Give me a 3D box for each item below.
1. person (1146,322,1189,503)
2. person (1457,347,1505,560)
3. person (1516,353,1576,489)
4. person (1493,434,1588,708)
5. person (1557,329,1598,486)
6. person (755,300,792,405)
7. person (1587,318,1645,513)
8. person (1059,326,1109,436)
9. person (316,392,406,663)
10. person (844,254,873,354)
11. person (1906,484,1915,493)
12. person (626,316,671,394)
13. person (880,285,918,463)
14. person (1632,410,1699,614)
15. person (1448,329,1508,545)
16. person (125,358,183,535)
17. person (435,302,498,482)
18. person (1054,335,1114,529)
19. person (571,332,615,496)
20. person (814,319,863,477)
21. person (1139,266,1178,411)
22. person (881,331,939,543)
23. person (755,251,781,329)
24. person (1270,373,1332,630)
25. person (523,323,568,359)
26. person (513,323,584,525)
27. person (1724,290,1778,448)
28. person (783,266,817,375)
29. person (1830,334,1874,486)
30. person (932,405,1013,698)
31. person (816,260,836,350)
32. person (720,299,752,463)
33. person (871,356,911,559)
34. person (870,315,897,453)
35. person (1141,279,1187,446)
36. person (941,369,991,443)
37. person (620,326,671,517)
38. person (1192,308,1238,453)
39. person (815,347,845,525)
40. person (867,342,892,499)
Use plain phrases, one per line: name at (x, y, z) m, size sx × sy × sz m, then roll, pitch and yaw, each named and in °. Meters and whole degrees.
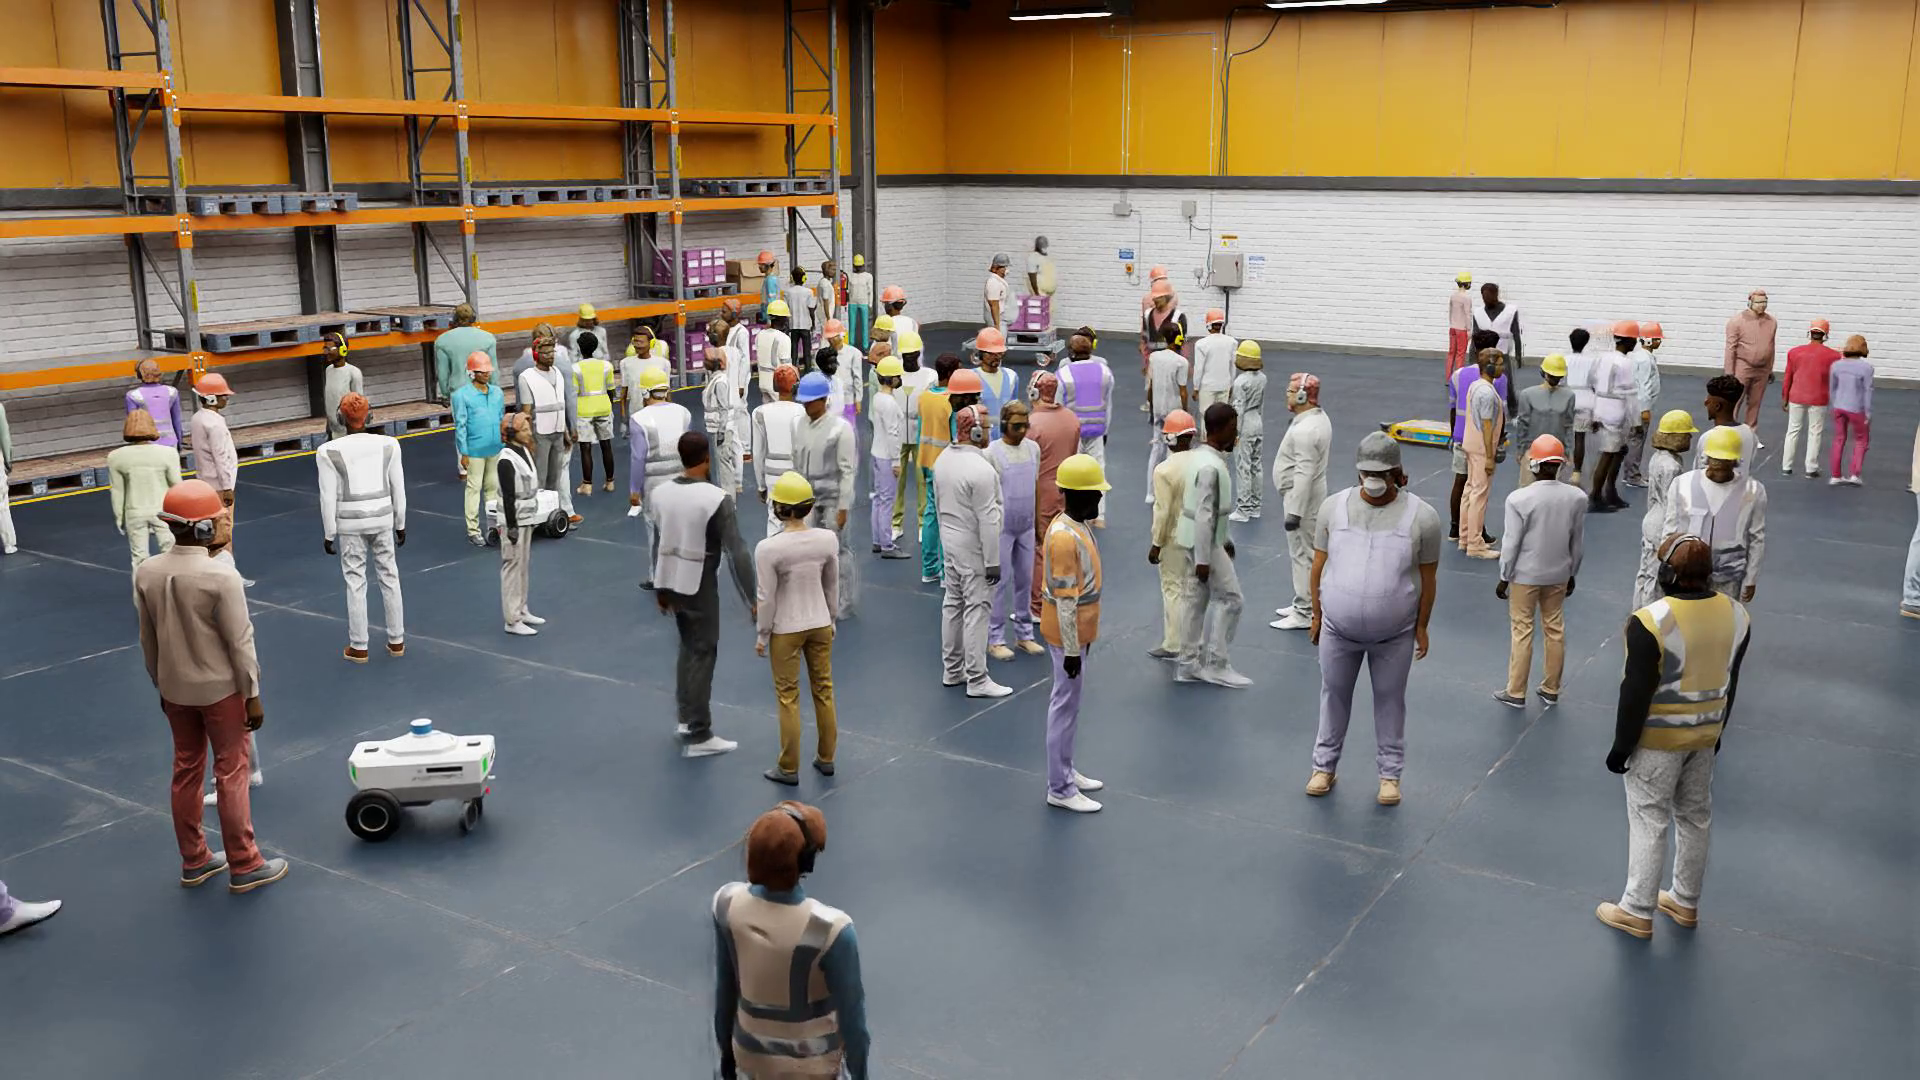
person at (2.095, -1.255, 16.670) m, size 0.344 × 1.856 × 0.525 m, roll -11°, pitch 17°, yaw -41°
person at (4.569, -0.757, 14.519) m, size 0.346 × 1.847 × 0.506 m, roll 0°, pitch 13°, yaw 2°
person at (5.239, -0.802, 14.906) m, size 0.523 × 1.761 × 0.330 m, roll -1°, pitch 13°, yaw -3°
person at (3.674, 0.197, 10.580) m, size 0.572 × 1.751 × 0.329 m, roll -3°, pitch 13°, yaw -13°
person at (6.606, -1.453, 17.950) m, size 0.539 × 1.644 × 0.865 m, roll 2°, pitch 13°, yaw 9°
person at (-2.024, -1.689, 18.399) m, size 0.397 × 1.920 × 0.587 m, roll -11°, pitch 17°, yaw -40°
person at (6.500, -1.203, 16.308) m, size 0.651 × 1.916 × 0.557 m, roll 0°, pitch 13°, yaw -1°
person at (1.201, -1.155, 16.208) m, size 0.535 × 1.862 × 0.312 m, roll -3°, pitch 13°, yaw -15°
person at (-4.123, -0.085, 11.521) m, size 0.576 × 1.882 × 0.355 m, roll -9°, pitch 16°, yaw -34°
person at (-1.808, -4.195, 29.605) m, size 0.524 × 1.768 × 0.311 m, roll -1°, pitch 13°, yaw -4°
person at (10.119, -1.363, 17.337) m, size 0.340 × 1.762 × 0.526 m, roll 8°, pitch 15°, yaw 31°
person at (-3.573, -1.744, 19.163) m, size 0.569 × 1.671 × 0.380 m, roll -8°, pitch 15°, yaw -32°
person at (-0.745, -1.854, 18.844) m, size 0.377 × 2.043 × 0.608 m, roll 10°, pitch 16°, yaw 37°
person at (4.945, -0.047, 11.659) m, size 0.296 × 1.744 × 0.485 m, roll 2°, pitch 13°, yaw 9°
person at (4.662, -0.921, 14.988) m, size 0.376 × 1.958 × 0.603 m, roll -8°, pitch 15°, yaw -32°
person at (-7.460, -0.867, 15.447) m, size 0.306 × 1.640 × 0.522 m, roll 9°, pitch 16°, yaw 33°
person at (-5.287, -1.586, 17.909) m, size 0.629 × 1.940 × 0.377 m, roll -3°, pitch 13°, yaw -15°
person at (1.125, -1.004, 15.629) m, size 0.640 × 1.831 × 0.432 m, roll -4°, pitch 14°, yaw -18°
person at (-3.814, -1.304, 17.212) m, size 0.531 × 1.697 × 0.320 m, roll -9°, pitch 16°, yaw -35°
person at (-1.340, -1.553, 18.206) m, size 0.574 × 1.738 × 0.354 m, roll 4°, pitch 14°, yaw 17°
person at (2.721, -2.766, 22.904) m, size 0.622 × 1.992 × 0.396 m, roll -8°, pitch 15°, yaw -32°
person at (-0.445, -0.930, 15.087) m, size 0.584 × 1.928 × 0.373 m, roll 2°, pitch 13°, yaw 10°
person at (-2.956, -3.448, 25.788) m, size 0.403 × 2.038 × 0.608 m, roll -1°, pitch 13°, yaw -6°
person at (2.516, -0.287, 12.343) m, size 0.404 × 1.911 × 0.636 m, roll 5°, pitch 14°, yaw 20°
person at (-4.674, -1.649, 18.881) m, size 0.580 × 1.615 × 0.524 m, roll -2°, pitch 13°, yaw -7°
person at (-3.887, -1.082, 15.725) m, size 0.628 × 1.940 × 0.373 m, roll 4°, pitch 13°, yaw 15°
person at (9.487, -2.038, 19.942) m, size 0.655 × 1.906 × 0.407 m, roll -2°, pitch 13°, yaw -10°
person at (-2.381, -3.131, 24.758) m, size 0.515 × 1.873 × 0.329 m, roll 3°, pitch 13°, yaw 12°
person at (9.477, -1.374, 17.663) m, size 0.373 × 1.620 × 0.515 m, roll -7°, pitch 15°, yaw -27°
person at (0.089, 0.071, 10.794) m, size 0.407 × 1.908 × 0.641 m, roll -8°, pitch 15°, yaw -30°
person at (-2.126, -3.531, 26.553) m, size 0.329 × 1.842 × 0.509 m, roll -2°, pitch 13°, yaw -8°
person at (-2.576, -1.811, 19.014) m, size 0.355 × 1.880 × 0.574 m, roll -6°, pitch 14°, yaw -26°
person at (-0.616, -0.721, 14.534) m, size 0.313 × 1.769 × 0.523 m, roll -4°, pitch 14°, yaw -17°
person at (-0.860, -1.660, 18.691) m, size 0.320 × 1.729 × 0.486 m, roll 1°, pitch 13°, yaw 6°
person at (2.502, -2.160, 20.209) m, size 0.626 × 2.029 × 0.627 m, roll 10°, pitch 16°, yaw 38°
person at (0.048, -0.304, 12.351) m, size 0.373 × 1.934 × 0.551 m, roll -1°, pitch 13°, yaw -5°
person at (-3.058, -1.157, 16.204) m, size 0.513 × 1.869 × 0.328 m, roll -2°, pitch 13°, yaw -10°
person at (2.924, -1.792, 19.205) m, size 0.560 × 1.752 × 0.324 m, roll -6°, pitch 14°, yaw -23°
person at (-1.275, -1.004, 15.913) m, size 0.321 × 1.695 × 0.537 m, roll 7°, pitch 15°, yaw 29°
person at (-0.786, -1.187, 16.847) m, size 0.283 × 1.633 × 0.500 m, roll -4°, pitch 14°, yaw -17°
